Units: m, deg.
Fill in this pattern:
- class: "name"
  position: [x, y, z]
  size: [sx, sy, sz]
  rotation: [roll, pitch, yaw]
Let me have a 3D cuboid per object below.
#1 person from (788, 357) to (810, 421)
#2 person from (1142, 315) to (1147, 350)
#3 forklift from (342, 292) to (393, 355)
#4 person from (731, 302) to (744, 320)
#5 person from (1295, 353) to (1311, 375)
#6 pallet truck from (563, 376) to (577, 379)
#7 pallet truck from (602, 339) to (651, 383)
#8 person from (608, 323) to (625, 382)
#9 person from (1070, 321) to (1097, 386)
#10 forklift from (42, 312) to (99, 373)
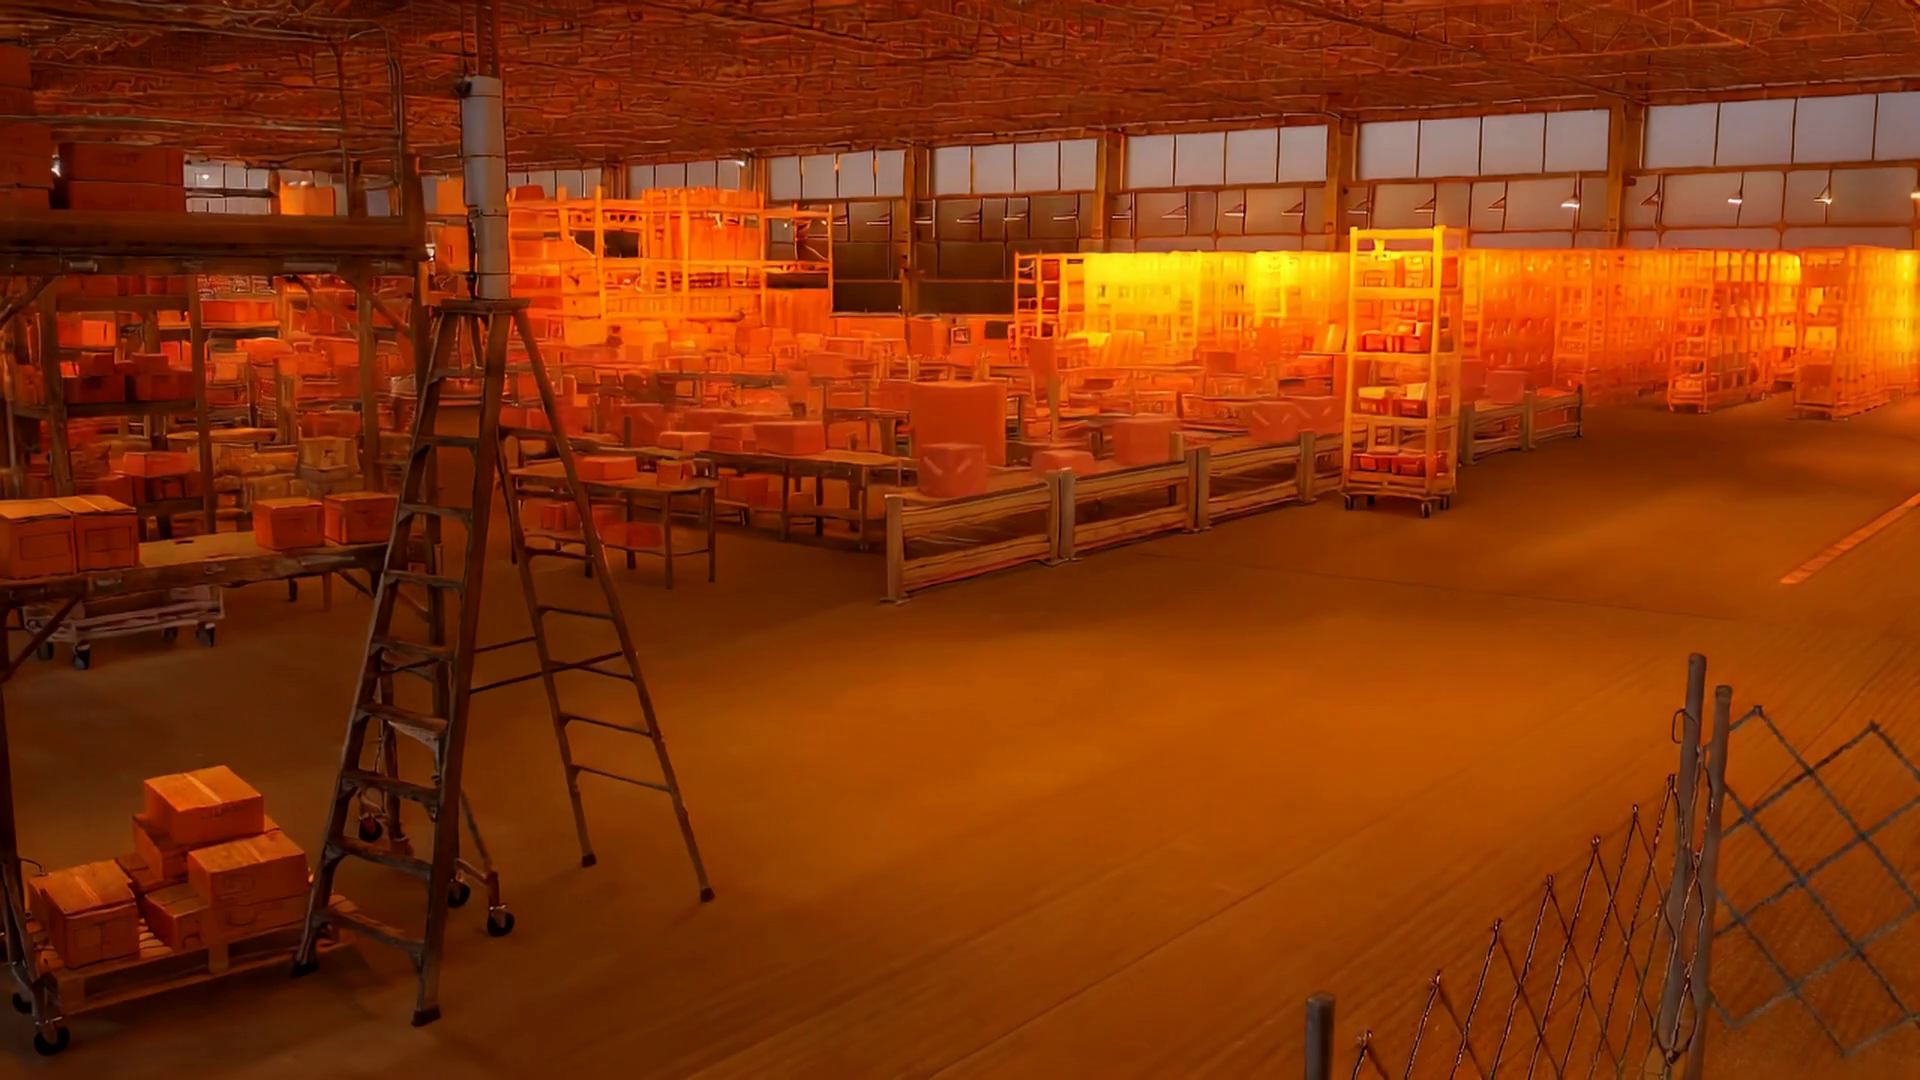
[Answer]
- class: "person"
  position: [-2.824, -2.409, 29.090]
  size: [0.511, 1.587, 0.851]
  rotation: [6, 11, 35]
- class: "person"
  position: [5.743, -6.495, 53.254]
  size: [0.474, 2.027, 0.639]
  rotation: [6, 11, 32]
- class: "forklift"
  position: [-16.485, -5.622, 45.120]
  size: [1.129, 2.768, 1.873]
  rotation: [7, 11, 37]
- class: "person"
  position: [-8.377, -7.987, 62.783]
  size: [0.389, 1.948, 0.605]
  rotation: [9, 13, 44]
- class: "person"
  position: [7.838, -3.948, 38.159]
  size: [0.537, 1.753, 0.557]
  rotation: [-6, 11, -35]
- class: "pallet truck"
  position: [-10.690, -5.294, 48.215]
  size: [1.601, 1.201, 0.680]
  rotation: [-5, 10, -26]
- class: "pallet truck"
  position: [-8.991, -4.871, 45.351]
  size: [0.653, 1.274, 1.630]
  rotation: [7, 11, 37]
- class: "person"
  position: [-8.646, -4.539, 41.760]
  size: [0.700, 1.802, 0.596]
  rotation: [3, 9, 16]
- class: "person"
  position: [3.181, -4.517, 41.411]
  size: [0.659, 1.867, 0.925]
  rotation: [-9, 13, -44]
- class: "forklift"
  position: [-23.779, -5.451, 44.052]
  size: [1.873, 2.768, 1.129]
  rotation: [7, 11, 36]
